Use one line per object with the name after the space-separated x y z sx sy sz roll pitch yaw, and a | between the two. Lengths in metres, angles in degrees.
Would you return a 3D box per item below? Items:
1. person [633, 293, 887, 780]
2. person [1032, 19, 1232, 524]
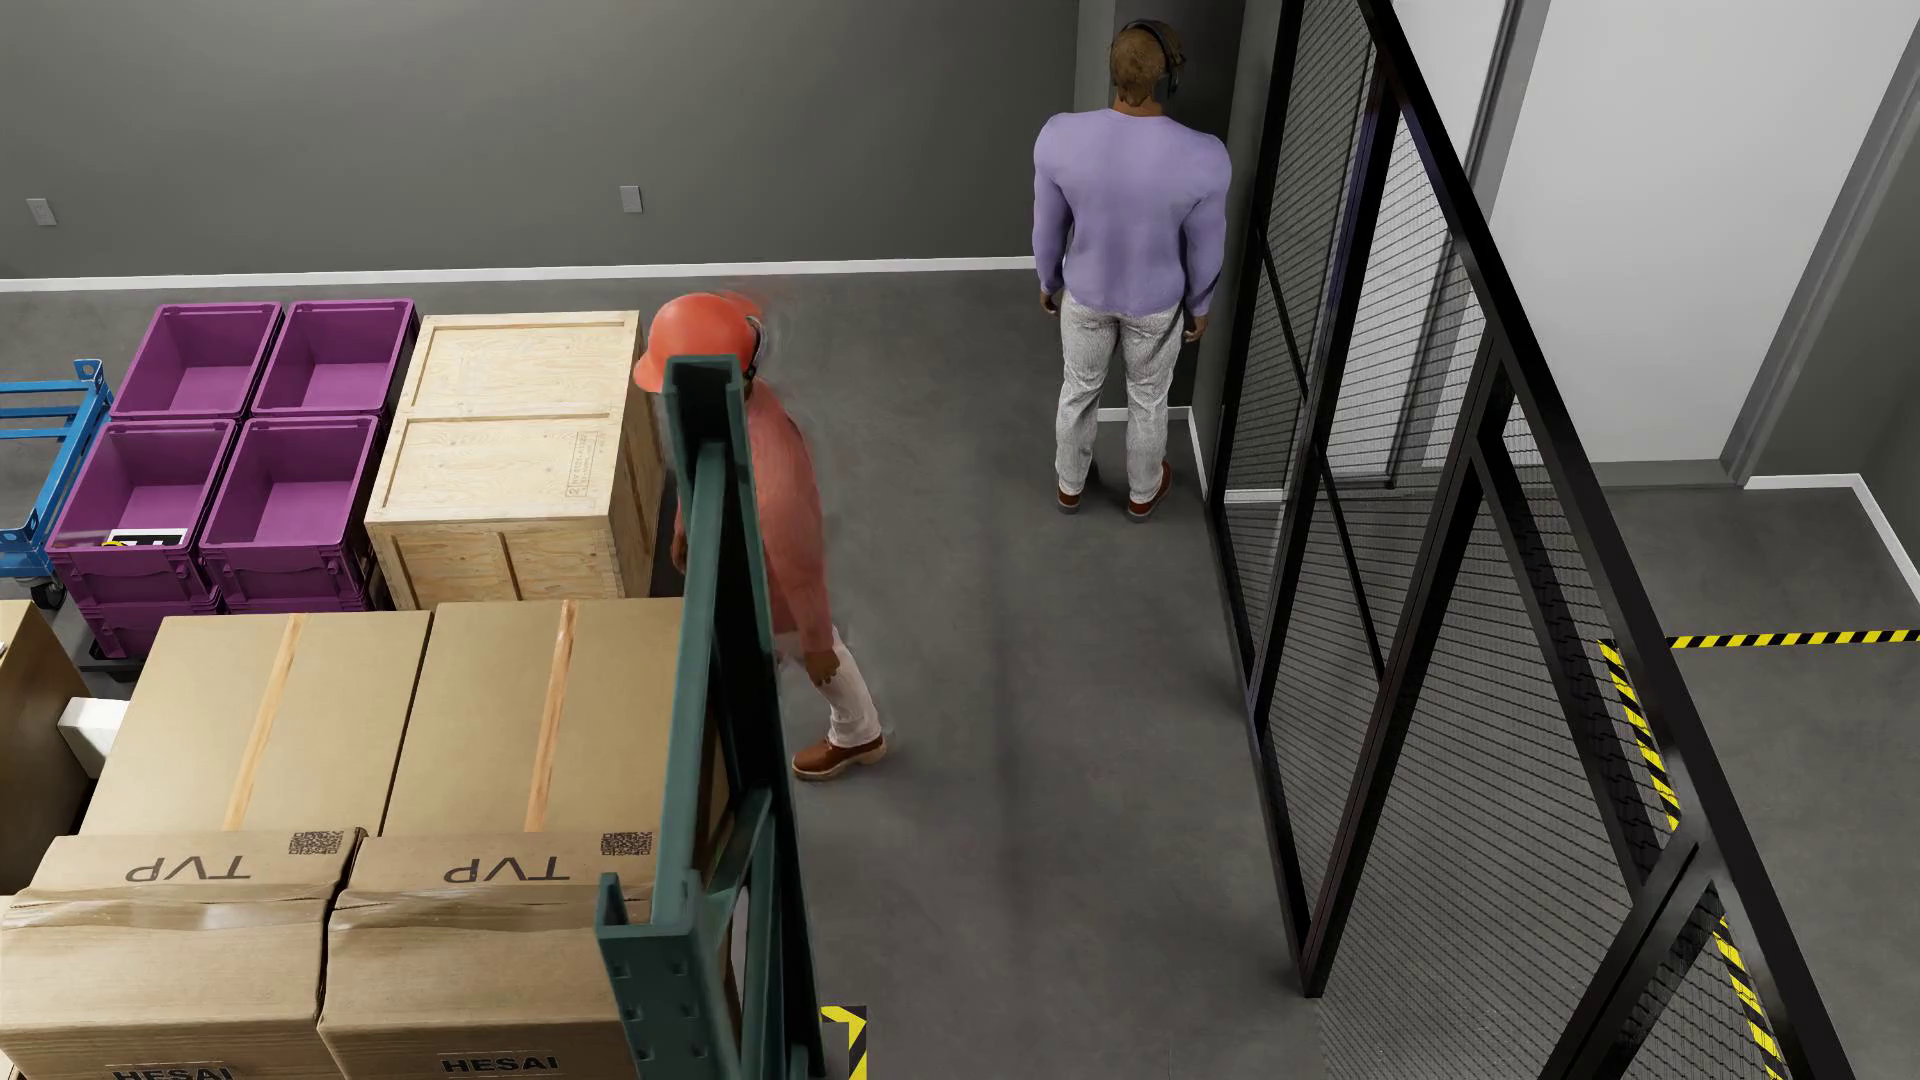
-0.673 0.124 4.630 0.995 1.941 0.660 -15 48 -14 | person
0.546 -0.832 5.553 0.630 1.938 0.371 10 47 9 | person
